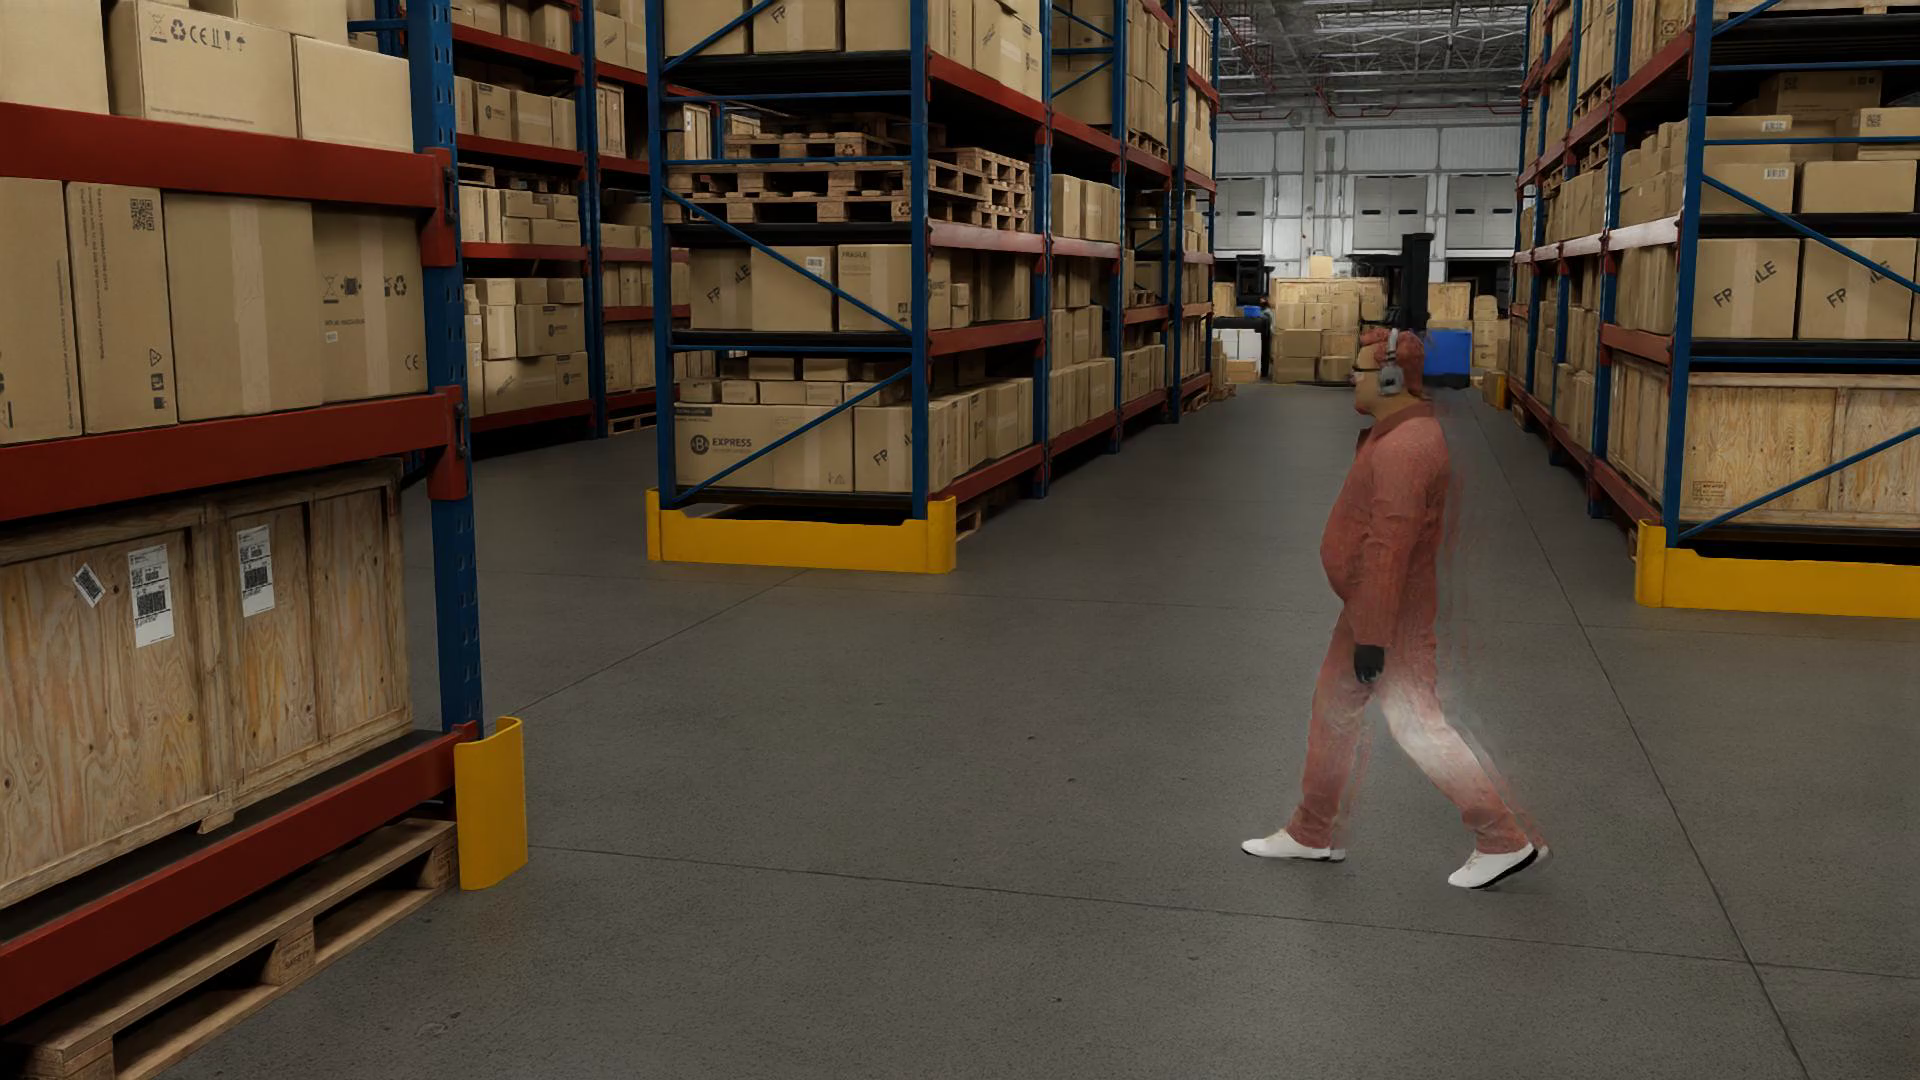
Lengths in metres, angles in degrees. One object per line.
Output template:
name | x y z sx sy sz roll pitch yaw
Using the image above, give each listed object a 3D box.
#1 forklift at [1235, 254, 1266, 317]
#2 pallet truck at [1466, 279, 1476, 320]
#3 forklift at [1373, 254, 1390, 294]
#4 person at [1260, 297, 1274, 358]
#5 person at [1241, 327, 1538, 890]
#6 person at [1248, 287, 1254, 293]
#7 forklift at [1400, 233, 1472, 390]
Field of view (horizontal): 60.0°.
forklift | 9.764 -8.224 56.022 1.129 2.768 1.873 5 10 27
pallet truck | 18.896 -8.459 60.307 1.885 1.965 0.823 5 10 31
forklift | 13.862 -8.056 54.952 1.873 2.768 1.129 4 10 22
person | 6.809 -4.558 36.745 0.668 1.620 0.523 1 9 3
person | 1.478 0.228 5.534 0.959 1.871 0.653 2 9 15
person | 10.804 -8.562 61.913 0.541 1.695 0.316 4 10 25
forklift | 8.195 -4.123 29.967 1.873 2.768 1.129 0 9 1
